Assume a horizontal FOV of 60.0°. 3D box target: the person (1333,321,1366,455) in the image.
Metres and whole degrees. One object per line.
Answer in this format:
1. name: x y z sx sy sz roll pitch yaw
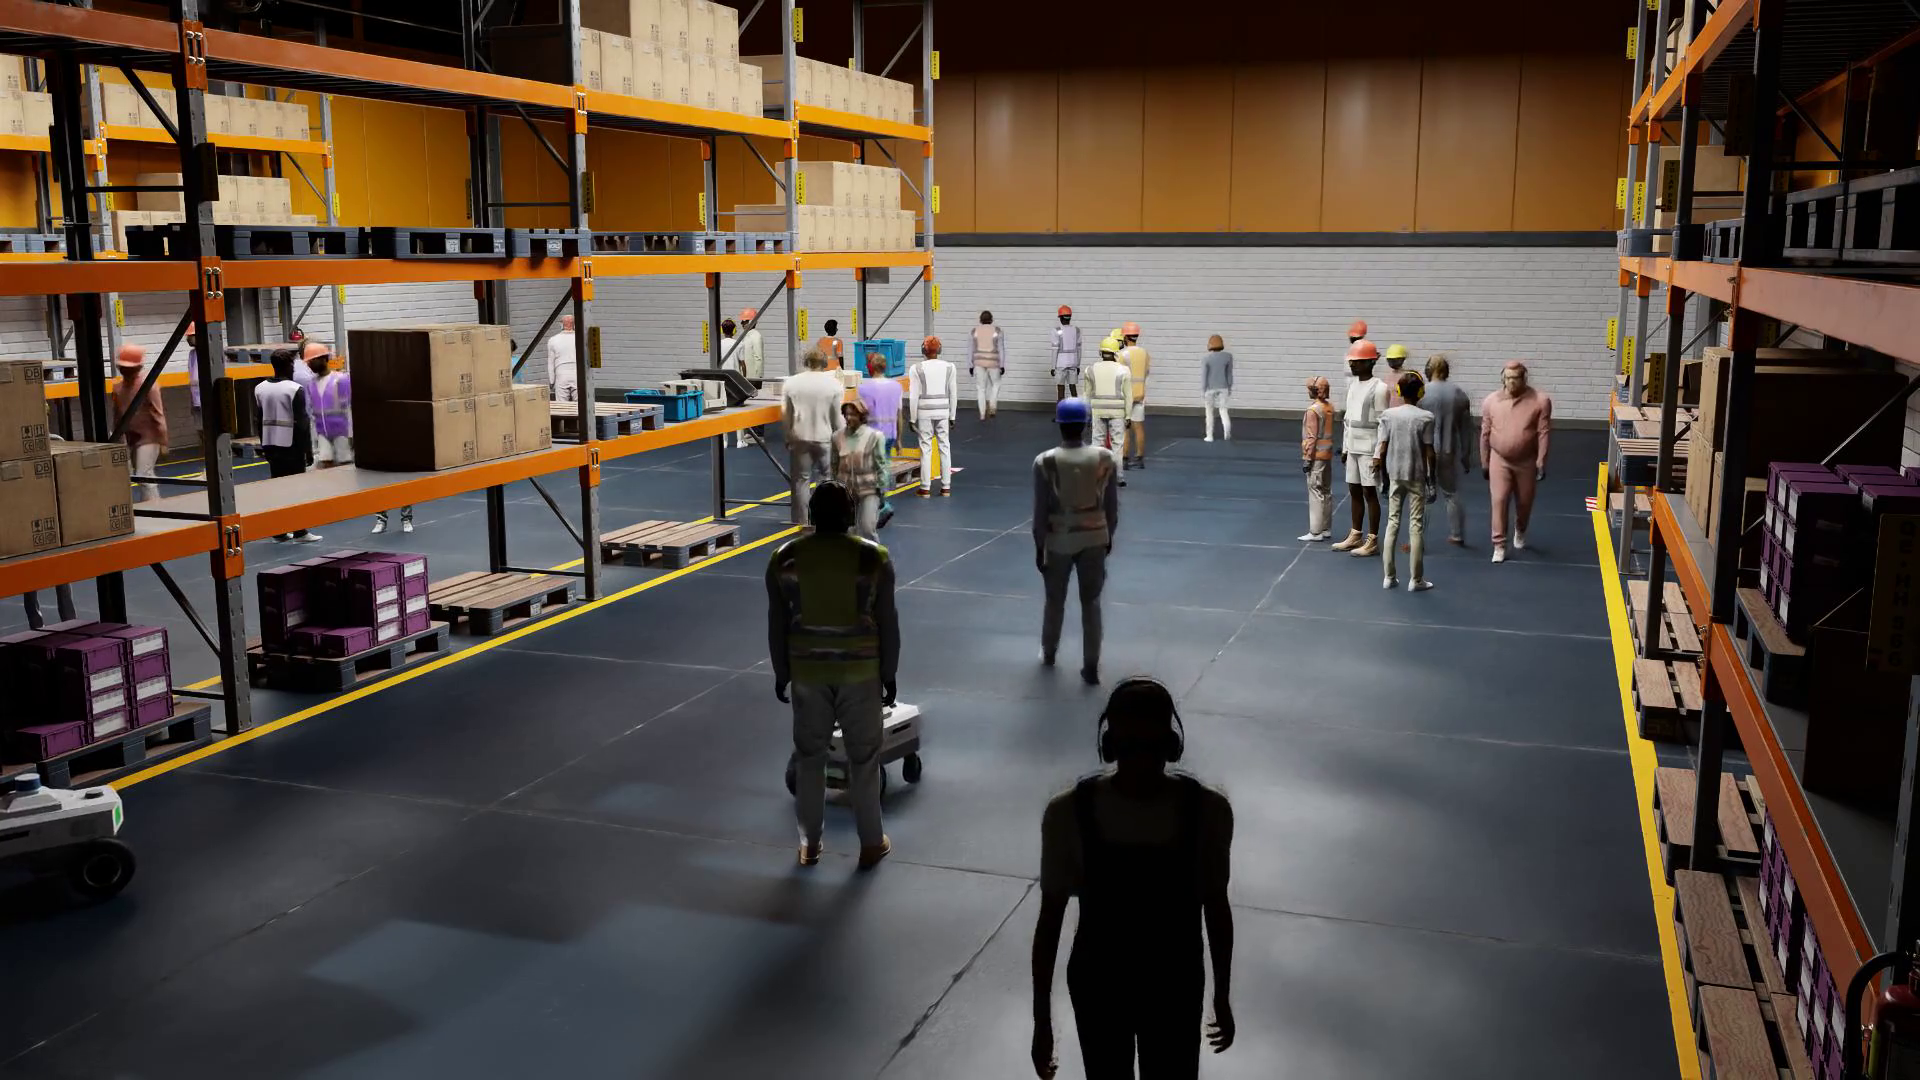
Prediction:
1. person: 5.438 -2.070 22.882 0.519 1.897 0.586 -4 11 -20

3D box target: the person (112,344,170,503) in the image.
1. person: -8.205 -0.966 16.535 0.671 1.962 0.588 7 12 34

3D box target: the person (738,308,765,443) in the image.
1. person: -3.088 -2.432 24.643 0.381 1.994 0.613 -4 11 -23

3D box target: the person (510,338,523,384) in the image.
1. person: -6.150 -1.945 22.832 0.317 1.671 0.620 -4 11 -22

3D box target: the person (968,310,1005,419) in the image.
1. person: 0.454 -2.950 28.033 0.651 1.823 0.575 2 10 11

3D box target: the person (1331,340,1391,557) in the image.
1. person: 3.767 -0.858 15.647 0.390 2.040 0.614 -4 11 -19

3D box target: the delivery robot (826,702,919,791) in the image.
1. delivery robot: -0.523 1.041 8.876 0.477 0.478 0.707 6 12 32

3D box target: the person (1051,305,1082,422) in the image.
1. person: 1.738 -2.891 27.398 0.544 1.936 0.359 -4 11 -22

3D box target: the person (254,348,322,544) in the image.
1. person: -6.608 -0.912 16.301 0.597 1.918 0.383 4 11 20

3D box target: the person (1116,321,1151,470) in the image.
1. person: 2.216 -1.875 21.673 0.551 1.935 0.374 -6 12 -31

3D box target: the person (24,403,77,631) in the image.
1. person: -6.762 -0.173 12.281 0.510 1.870 0.328 -1 10 -3

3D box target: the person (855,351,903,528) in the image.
1. person: -0.846 -1.049 17.324 0.592 1.838 0.619 -7 12 -35

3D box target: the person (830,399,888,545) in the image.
1. person: -0.859 -0.404 14.237 0.534 1.629 0.418 4 11 20

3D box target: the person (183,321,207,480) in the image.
1. person: -9.214 -1.671 20.232 0.615 2.038 0.395 8 13 38

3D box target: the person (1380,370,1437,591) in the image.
1. person: 3.809 -0.501 14.111 0.509 1.876 0.328 7 12 36

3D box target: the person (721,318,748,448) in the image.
1. person: -3.321 -2.259 24.021 0.517 1.873 0.328 0 10 0

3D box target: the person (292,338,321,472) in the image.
1. person: -7.362 -1.326 18.736 0.392 1.904 0.672 -5 11 -27

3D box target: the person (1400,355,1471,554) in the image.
1. person: 4.600 -0.817 15.904 0.790 1.891 0.572 -3 10 -15

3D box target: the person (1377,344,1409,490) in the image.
1. person: 5.209 -1.461 19.855 0.421 1.749 0.540 -7 12 -35

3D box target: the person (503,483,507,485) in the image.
1. person: -5.774 -1.615 20.125 0.367 1.966 0.607 8 13 38

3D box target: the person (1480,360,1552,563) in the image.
1. person: 5.192 -0.761 15.584 0.631 1.872 0.852 4 11 20

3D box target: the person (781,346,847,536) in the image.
1. person: -1.457 -0.983 16.710 0.668 1.915 0.479 0 10 0

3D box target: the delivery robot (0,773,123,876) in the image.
1. delivery robot: -4.165 1.292 7.463 0.707 0.478 0.477 -7 12 -35

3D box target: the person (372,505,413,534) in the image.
1. person: -5.795 -0.934 16.910 0.487 1.746 0.289 -2 10 -9

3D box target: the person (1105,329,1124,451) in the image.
1. person: 2.173 -2.066 23.249 0.327 1.761 0.522 -4 11 -19

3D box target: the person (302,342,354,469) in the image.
1. person: -6.669 -1.164 17.770 0.576 1.904 0.622 3 10 15

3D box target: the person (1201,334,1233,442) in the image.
1. person: 3.811 -2.238 24.607 0.510 1.615 0.586 -1 10 -8

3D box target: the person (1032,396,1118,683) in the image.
1. person: 0.777 -0.019 11.312 0.616 1.933 0.680 -1 10 -5

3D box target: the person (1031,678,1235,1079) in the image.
1. person: 0.456 1.264 4.353 0.543 1.802 0.943 1 10 6

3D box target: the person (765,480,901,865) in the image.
1. person: -0.586 0.631 7.845 0.622 1.838 0.429 1 10 4

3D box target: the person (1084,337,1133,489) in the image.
1. person: 1.785 -1.518 19.952 0.591 1.833 0.403 3 11 18

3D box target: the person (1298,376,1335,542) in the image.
1. person: 3.538 -0.800 16.458 0.311 1.638 0.523 7 12 34

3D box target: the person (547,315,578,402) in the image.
1. person: -5.746 -2.363 24.549 0.648 1.896 0.400 -3 10 -14

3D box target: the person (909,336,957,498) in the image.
1. person: -0.317 -1.426 19.297 0.573 1.883 0.356 -3 11 -18

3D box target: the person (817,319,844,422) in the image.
1. person: -2.129 -2.801 27.560 0.541 1.695 0.315 7 12 33
